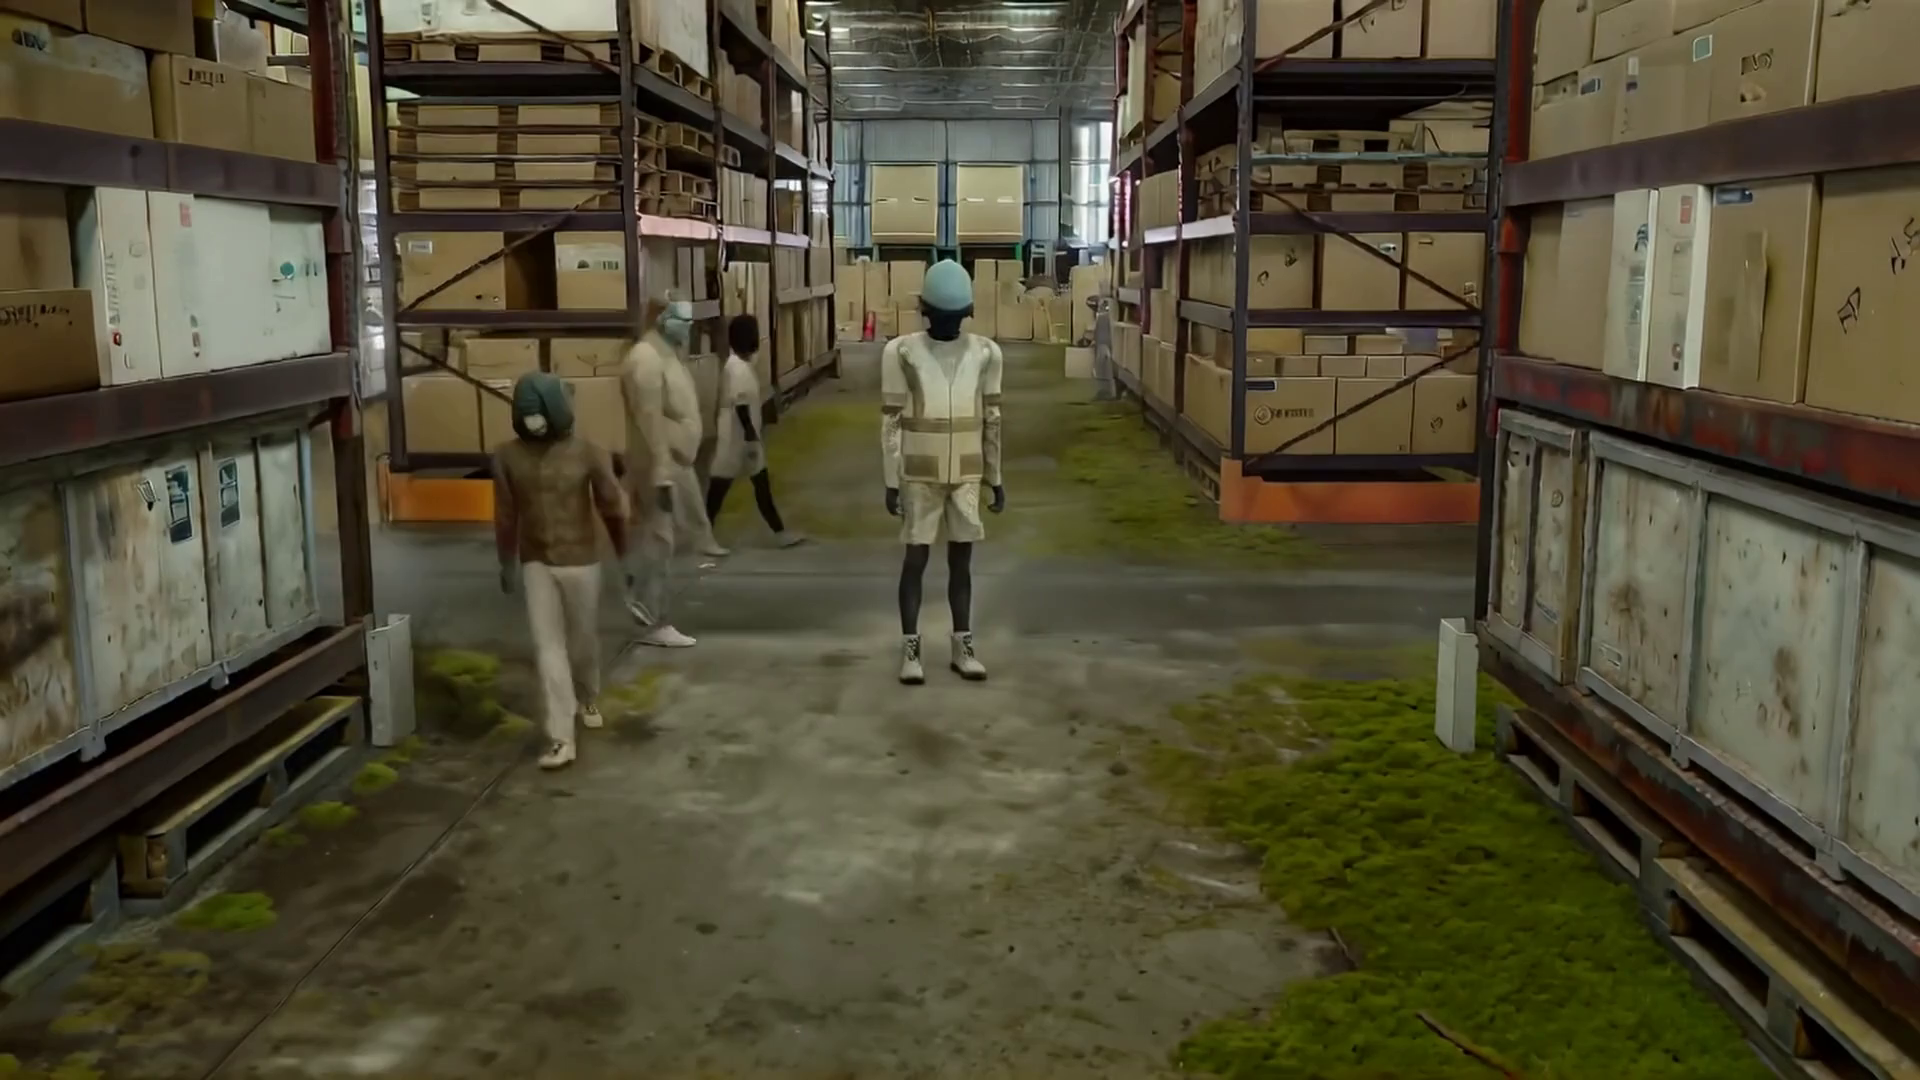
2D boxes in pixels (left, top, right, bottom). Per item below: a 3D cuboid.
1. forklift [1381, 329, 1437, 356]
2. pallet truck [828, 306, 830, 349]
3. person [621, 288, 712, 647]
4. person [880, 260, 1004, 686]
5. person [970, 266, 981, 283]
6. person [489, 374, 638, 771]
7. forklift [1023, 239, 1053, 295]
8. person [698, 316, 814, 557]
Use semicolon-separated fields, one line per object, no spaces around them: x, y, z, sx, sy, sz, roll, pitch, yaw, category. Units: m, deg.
8.438;-4.896;32.892;1.873;2.768;1.129;0;9;1;forklift
-3.100;-3.940;29.800;1.885;1.965;0.823;3;10;19;pallet truck
-1.528;-0.360;8.695;0.409;1.891;0.657;1;10;7;person
-0.073;-0.315;7.984;0.605;2.034;0.388;-3;10;-16;person
0.565;-7.914;53.818;0.729;1.920;0.631;3;10;15;person
-1.634;0.093;6.904;0.588;1.573;0.879;-1;10;-5;person
2.745;-9.048;57.760;1.129;2.768;1.873;7;12;38;forklift
-1.439;-0.701;11.412;0.853;1.648;0.553;0;9;-2;person
